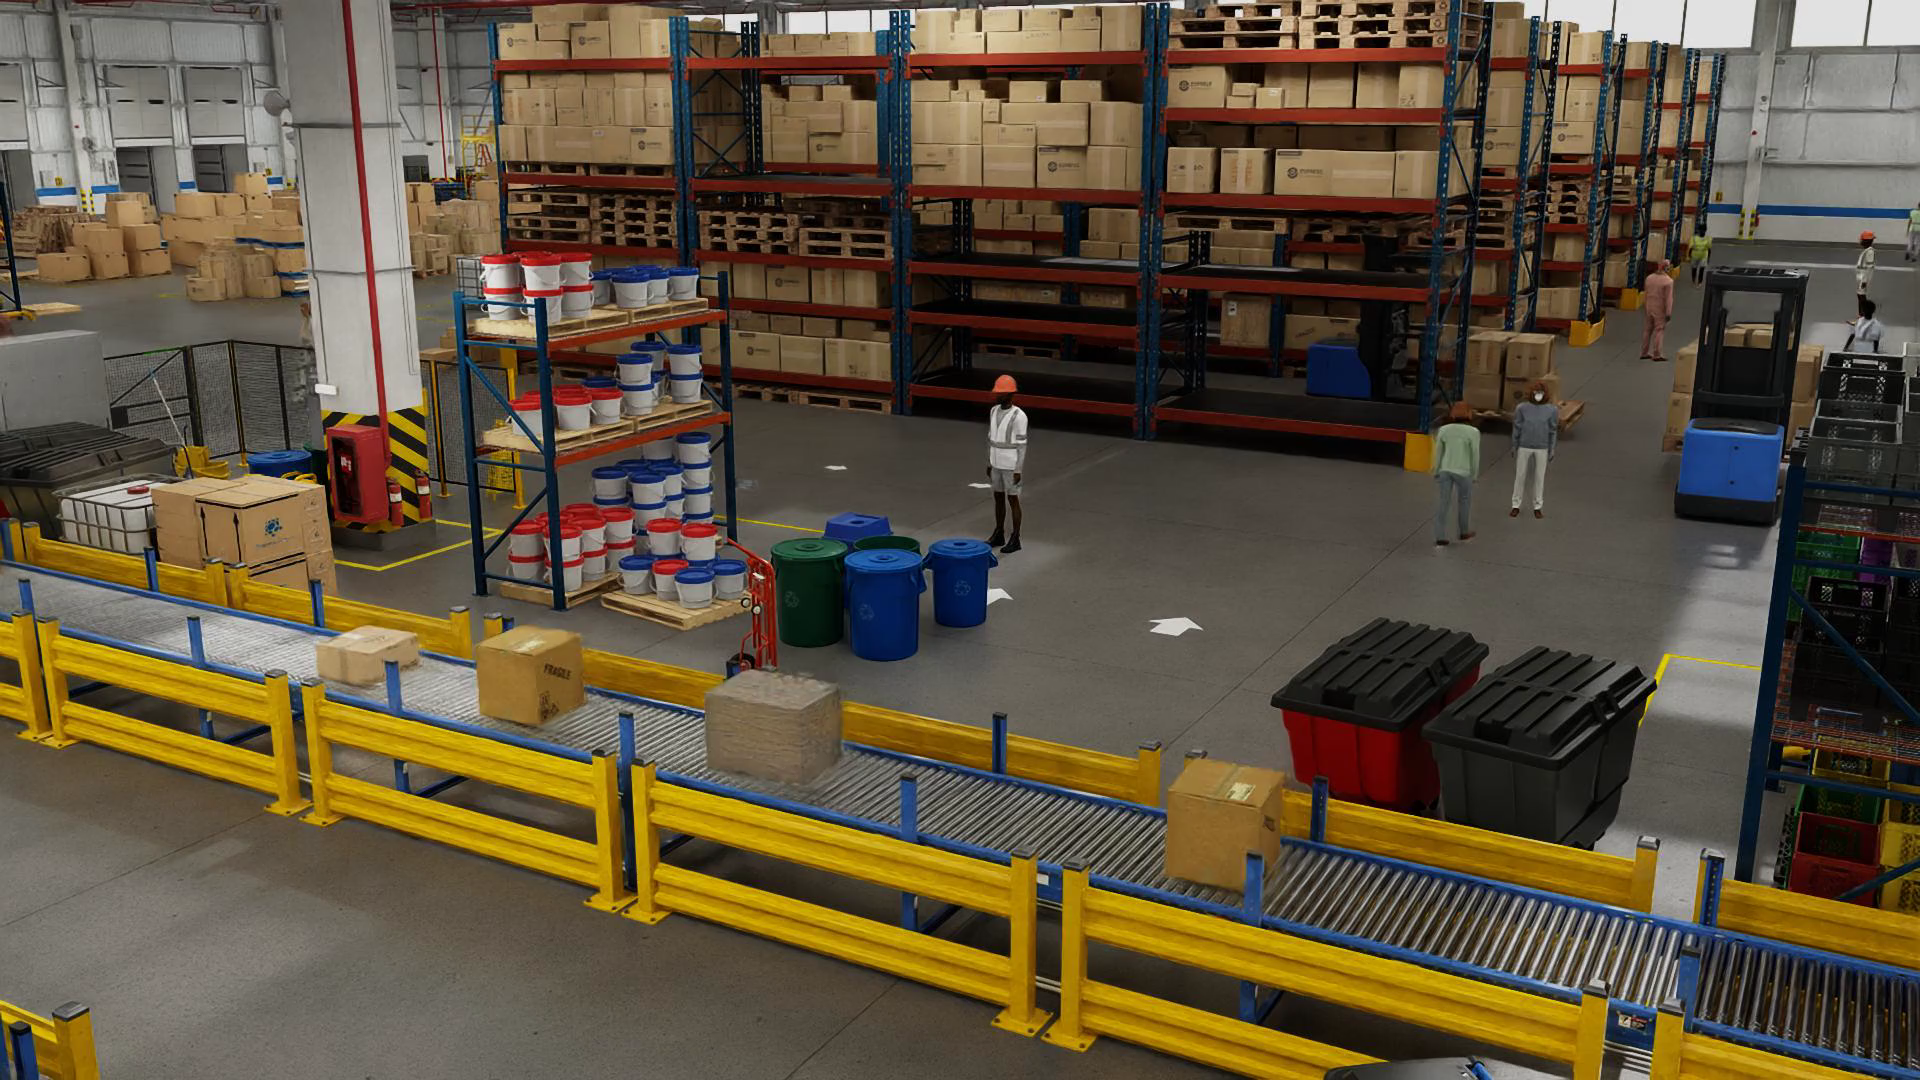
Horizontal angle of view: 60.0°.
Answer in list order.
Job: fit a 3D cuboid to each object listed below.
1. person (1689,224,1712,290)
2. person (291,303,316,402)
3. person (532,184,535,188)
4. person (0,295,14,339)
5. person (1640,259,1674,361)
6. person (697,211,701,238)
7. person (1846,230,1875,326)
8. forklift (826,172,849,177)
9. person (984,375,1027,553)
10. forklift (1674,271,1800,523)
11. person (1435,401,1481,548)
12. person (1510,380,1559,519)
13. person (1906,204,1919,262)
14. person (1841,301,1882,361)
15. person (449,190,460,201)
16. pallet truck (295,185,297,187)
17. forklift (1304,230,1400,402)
[{"bbox_3d":[19.057,-7.300,42.849,0.540,1.684,0.582,7,17,26],"label":"person"},{"bbox_3d":[-10.523,-3.066,27.084,0.532,1.592,0.858,11,18,36],"label":"person"},{"bbox_3d":[-17.015,-13.483,66.069,0.530,1.689,0.322,3,15,12],"label":"person"},{"bbox_3d":[-15.512,-3.109,26.927,0.533,1.765,0.326,3,15,11],"label":"person"},{"bbox_3d":[13.094,-4.299,31.151,0.399,1.900,0.643,-6,16,-23],"label":"person"},{"bbox_3d":[-6.833,-7.876,44.405,0.623,1.992,0.396,-14,20,-41],"label":"person"},{"bbox_3d":[19.521,-5.662,35.987,0.384,2.041,0.615,5,16,19],"label":"person"},{"bbox_3d":[-4.584,-13.150,62.533,1.129,2.768,1.873,8,17,28],"label":"forklift"},{"bbox_3d":[0.481,-0.829,18.015,0.346,1.942,0.546,-13,20,-40],"label":"person"},{"bbox_3d":[9.269,-1.763,19.726,1.129,2.768,1.873,8,17,27],"label":"forklift"},{"bbox_3d":[5.490,-0.738,18.316,0.519,1.594,0.769,13,20,40],"label":"person"},{"bbox_3d":[6.714,-1.063,19.477,0.500,1.636,0.282,5,16,18],"label":"person"},{"bbox_3d":[28.840,-9.303,50.072,0.439,1.829,0.602,-13,20,-41],"label":"person"},{"bbox_3d":[14.597,-3.053,26.936,0.895,1.640,0.541,0,15,-1],"label":"person"},{"bbox_3d":[-16.170,-10.241,53.403,0.635,1.936,0.354,-11,18,-35],"label":"person"},{"bbox_3d":[-26.804,-14.617,69.738,1.885,1.965,0.823,-14,20,-42],"label":"pallet truck"},{"bbox_3d":[6.443,-3.376,25.790,1.873,2.768,1.129,8,17,28],"label":"forklift"}]
